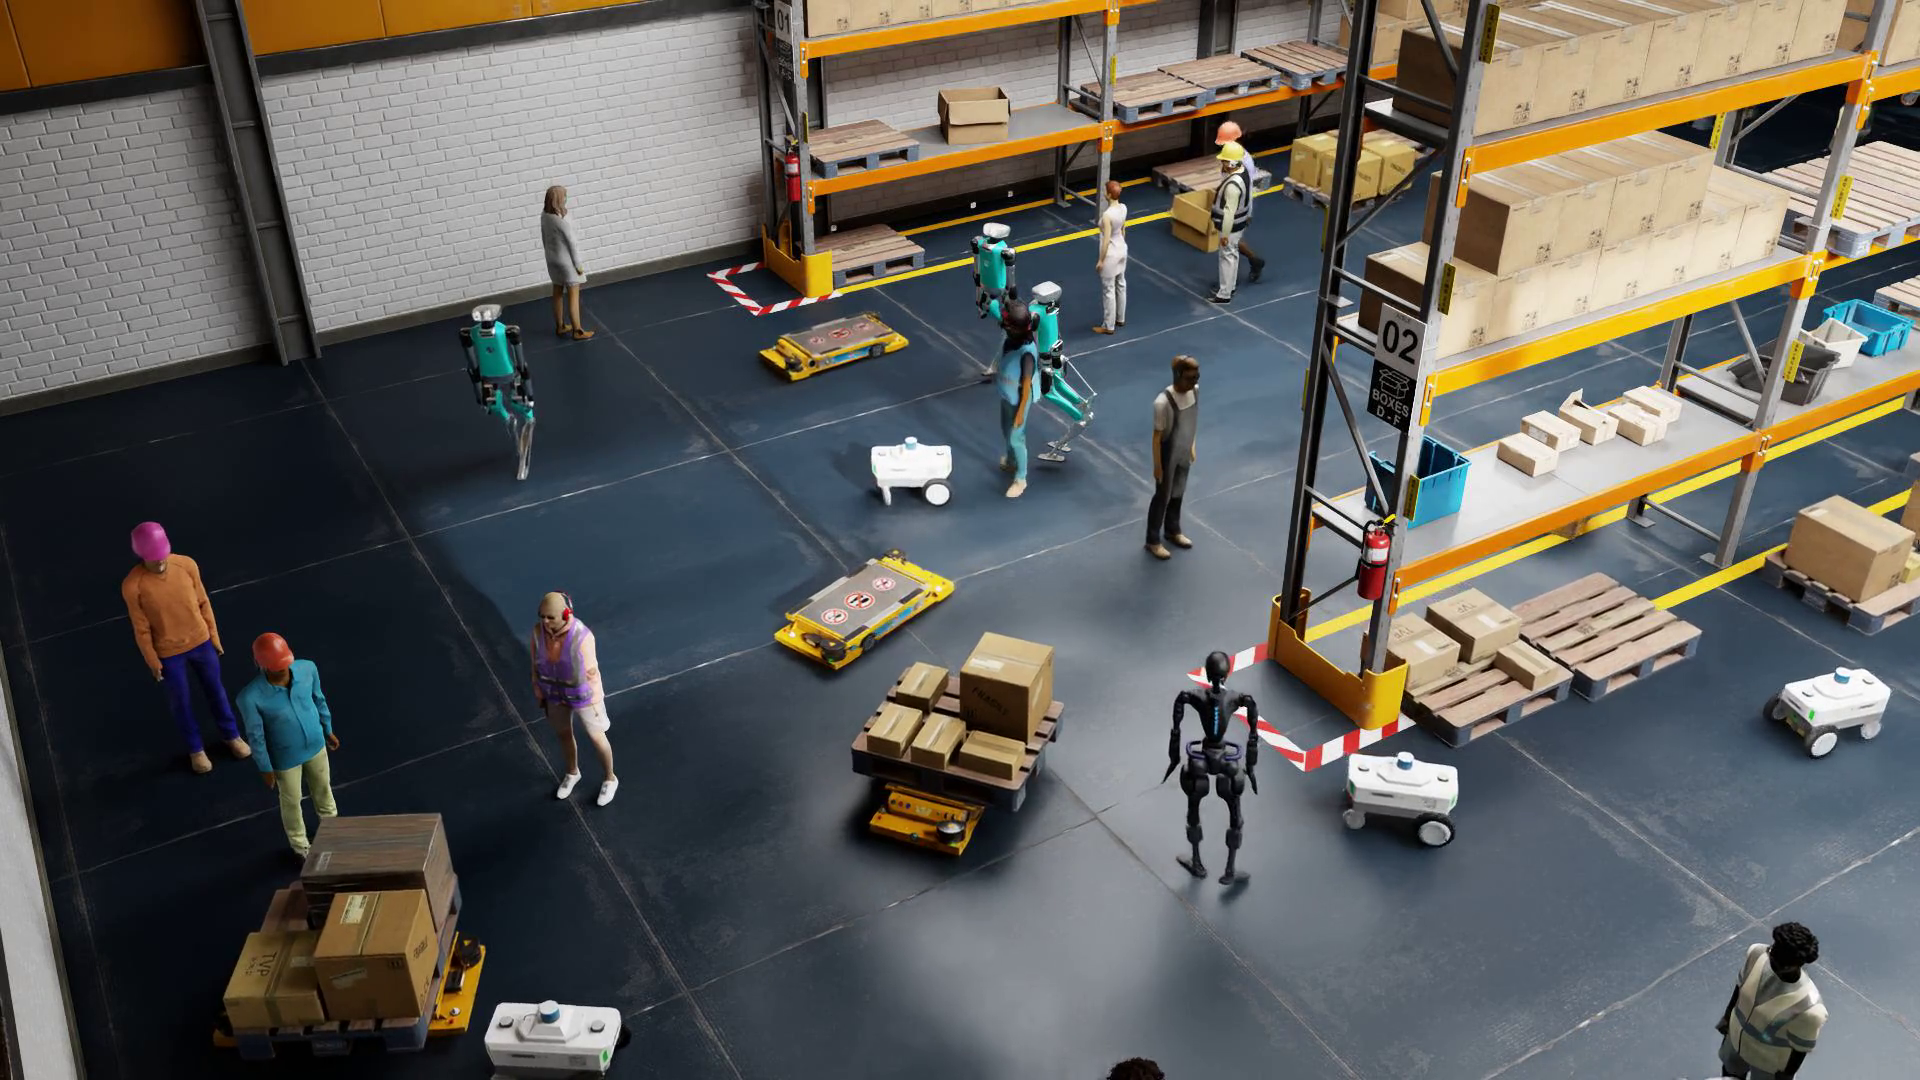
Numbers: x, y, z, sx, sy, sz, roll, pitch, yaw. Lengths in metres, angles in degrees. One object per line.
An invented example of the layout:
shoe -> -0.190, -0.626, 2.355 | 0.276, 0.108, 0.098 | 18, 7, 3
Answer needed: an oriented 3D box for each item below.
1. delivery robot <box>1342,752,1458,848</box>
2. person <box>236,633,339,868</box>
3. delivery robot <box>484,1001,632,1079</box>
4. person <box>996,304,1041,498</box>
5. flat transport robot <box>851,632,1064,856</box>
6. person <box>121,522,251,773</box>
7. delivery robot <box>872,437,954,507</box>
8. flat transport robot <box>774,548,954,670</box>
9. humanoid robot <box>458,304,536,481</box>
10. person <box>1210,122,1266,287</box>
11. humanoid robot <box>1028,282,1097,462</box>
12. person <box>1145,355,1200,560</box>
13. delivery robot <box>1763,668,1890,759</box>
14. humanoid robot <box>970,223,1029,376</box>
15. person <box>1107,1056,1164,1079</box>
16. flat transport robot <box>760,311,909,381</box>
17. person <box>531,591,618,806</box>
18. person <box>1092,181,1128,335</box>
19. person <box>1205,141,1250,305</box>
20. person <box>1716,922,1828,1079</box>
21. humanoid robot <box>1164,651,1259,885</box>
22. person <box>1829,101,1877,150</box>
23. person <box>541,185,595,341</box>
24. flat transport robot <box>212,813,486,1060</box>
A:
delivery robot -> 2.973, 1.692, 11.129 | 0.786, 0.608, 0.499 | 6, 33, 10
person -> -4.218, 1.317, 10.585 | 0.328, 1.750, 0.570 | 20, 37, 28
delivery robot -> -2.234, 2.833, 9.314 | 0.797, 0.613, 0.499 | 2, 32, 3
person -> 0.457, -1.284, 14.661 | 0.373, 1.847, 0.741 | -11, 34, -18
flat transport robot -> -0.042, 1.597, 11.536 | 0.659, 0.231, 1.431 | 12, 34, 18
person -> -5.311, 0.719, 11.342 | 0.512, 1.974, 0.406 | -27, 41, -36
delivery robot -> -0.418, -0.627, 14.808 | 0.737, 0.587, 0.524 | 0, 32, -1
flat transport robot -> -0.749, 0.532, 13.235 | 0.659, 0.231, 1.431 | 23, 39, 32
humanoid robot -> -4.046, -1.353, 14.944 | 0.553, 1.878, 0.817 | -1, 32, -1
person -> 3.074, -3.715, 18.473 | 0.607, 1.897, 0.602 | -11, 34, -18
humanoid robot -> 0.950, -1.468, 14.920 | 0.735, 1.674, 0.533 | 16, 35, 24
person -> 1.763, -0.695, 13.721 | 0.514, 1.836, 0.341 | -27, 41, -36
delivery robot -> 6.237, 1.189, 11.922 | 0.791, 0.598, 0.499 | -9, 33, -14
humanoid robot -> 0.486, -2.386, 16.378 | 0.533, 1.681, 0.735 | 27, 41, 36
person -> 0.851, 3.066, 7.678 | 0.755, 1.872, 0.580 | -5, 32, -7
flat transport robot -> -1.306, -2.031, 17.322 | 1.431, 0.231, 0.659 | -21, 38, -29
person -> -2.591, 1.045, 11.085 | 0.486, 1.685, 0.355 | 8, 33, 12
person -> 1.591, -2.978, 17.520 | 0.283, 1.660, 0.443 | 22, 38, 30
person -> 2.925, -3.454, 18.134 | 0.403, 1.825, 0.591 | 10, 33, 15
person -> 4.126, 2.612, 8.577 | 0.320, 1.692, 0.533 | -9, 33, -13
humanoid robot -> 1.592, 1.461, 10.434 | 0.609, 1.647, 0.454 | 4, 32, 6
person -> 10.693, -4.684, 20.070 | 0.569, 1.843, 0.374 | -17, 36, -25
person -> -4.134, -2.913, 17.416 | 0.495, 1.659, 0.337 | 22, 38, 31
flat transport robot -> -3.598, 2.656, 9.847 | 1.431, 0.231, 0.659 | -2, 32, -3
